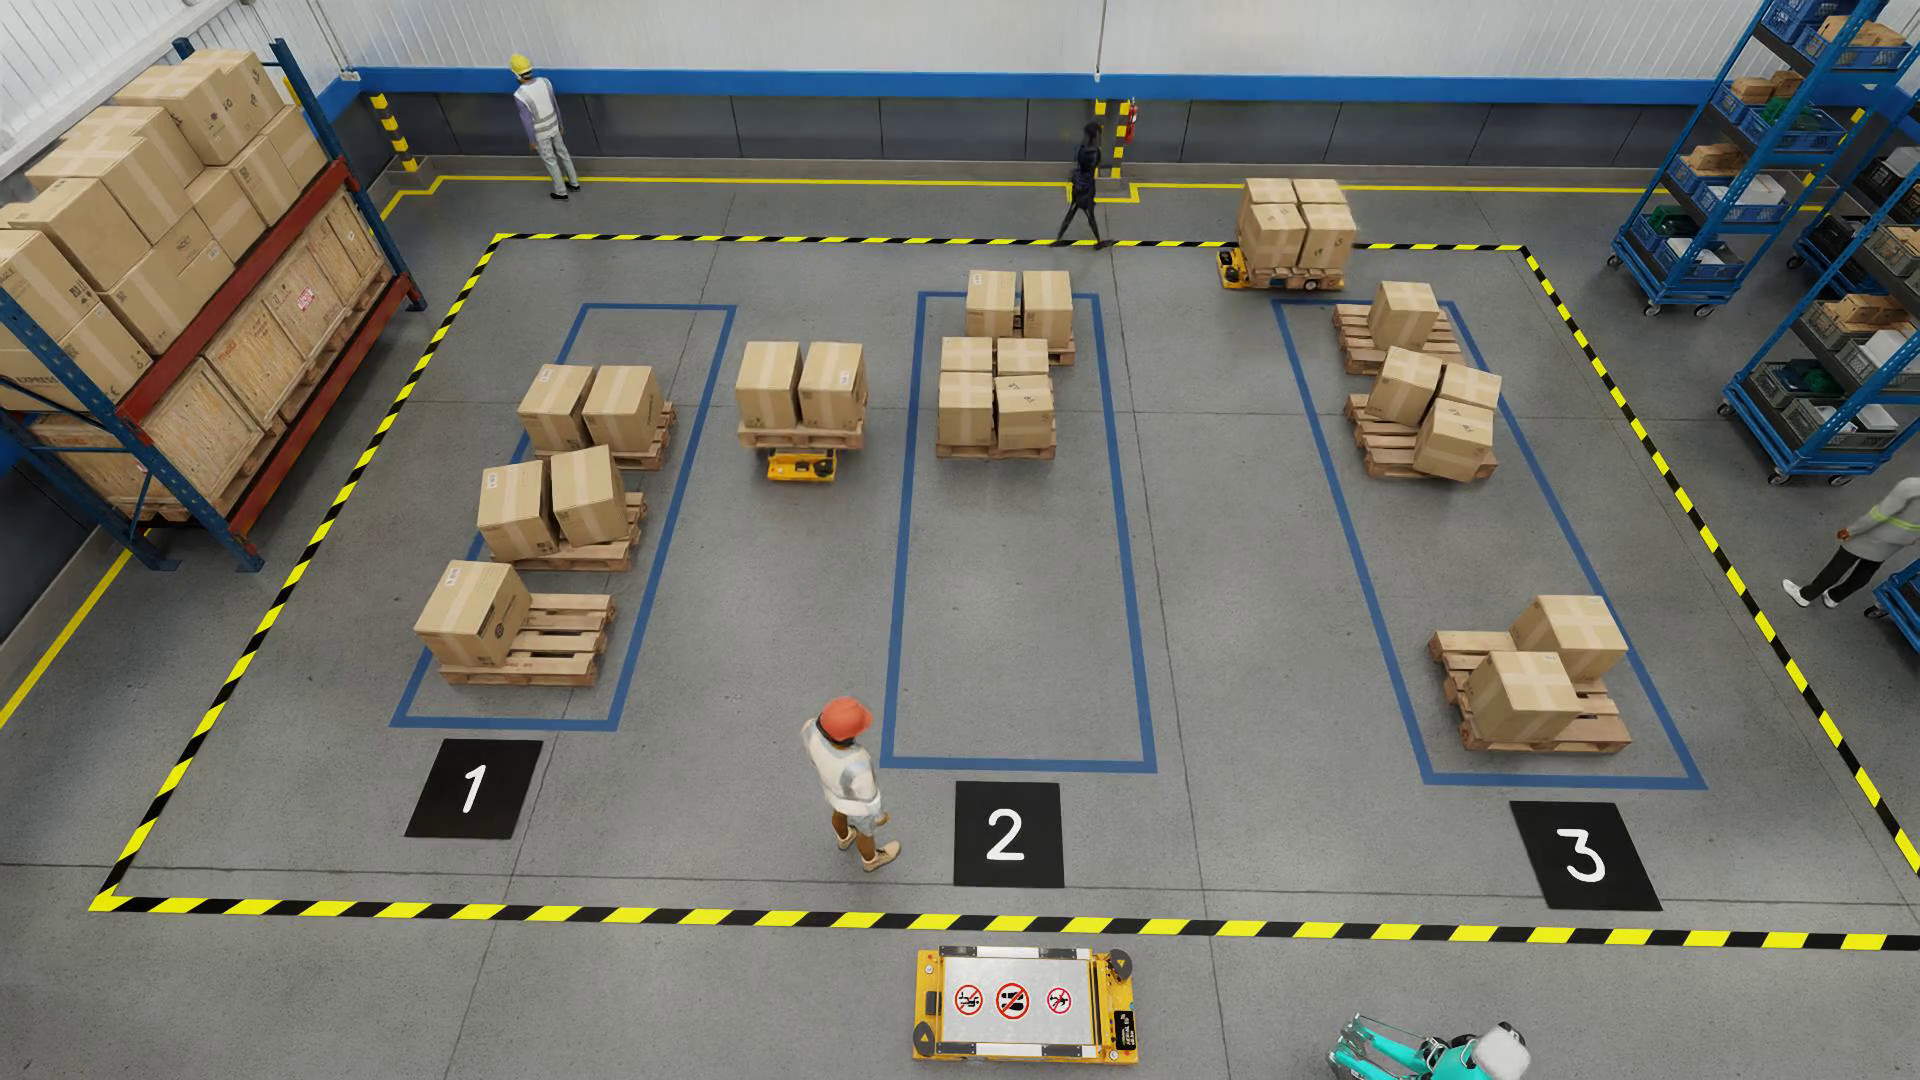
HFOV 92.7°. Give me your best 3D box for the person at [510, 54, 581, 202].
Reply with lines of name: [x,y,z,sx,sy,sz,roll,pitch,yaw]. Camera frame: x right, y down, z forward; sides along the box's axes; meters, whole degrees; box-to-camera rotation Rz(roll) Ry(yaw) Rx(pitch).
person: [-5.353,-5.274,11.775,0.404,1.830,0.602,20,54,16]

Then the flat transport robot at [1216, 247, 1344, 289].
flat transport robot: [3.912,-3.346,11.196,1.431,0.197,0.652,1,51,1]

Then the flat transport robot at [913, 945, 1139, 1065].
flat transport robot: [0.422,3.041,6.007,1.431,0.231,0.659,1,51,1]

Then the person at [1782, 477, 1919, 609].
person: [7.613,-0.095,7.541,0.592,1.851,0.399,6,51,5]

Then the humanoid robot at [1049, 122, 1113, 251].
humanoid robot: [1.535,-4.266,11.086,0.788,1.623,0.585,-7,51,-6]

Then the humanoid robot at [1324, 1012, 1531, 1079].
humanoid robot: [2.450,2.865,5.116,0.533,1.677,0.735,-36,59,-26]

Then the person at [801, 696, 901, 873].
person: [-0.700,1.620,6.029,0.604,2.033,0.388,36,59,26]

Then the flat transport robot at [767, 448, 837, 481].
flat transport robot: [-1.558,-1.192,9.439,0.652,0.197,1.431,1,51,1]
